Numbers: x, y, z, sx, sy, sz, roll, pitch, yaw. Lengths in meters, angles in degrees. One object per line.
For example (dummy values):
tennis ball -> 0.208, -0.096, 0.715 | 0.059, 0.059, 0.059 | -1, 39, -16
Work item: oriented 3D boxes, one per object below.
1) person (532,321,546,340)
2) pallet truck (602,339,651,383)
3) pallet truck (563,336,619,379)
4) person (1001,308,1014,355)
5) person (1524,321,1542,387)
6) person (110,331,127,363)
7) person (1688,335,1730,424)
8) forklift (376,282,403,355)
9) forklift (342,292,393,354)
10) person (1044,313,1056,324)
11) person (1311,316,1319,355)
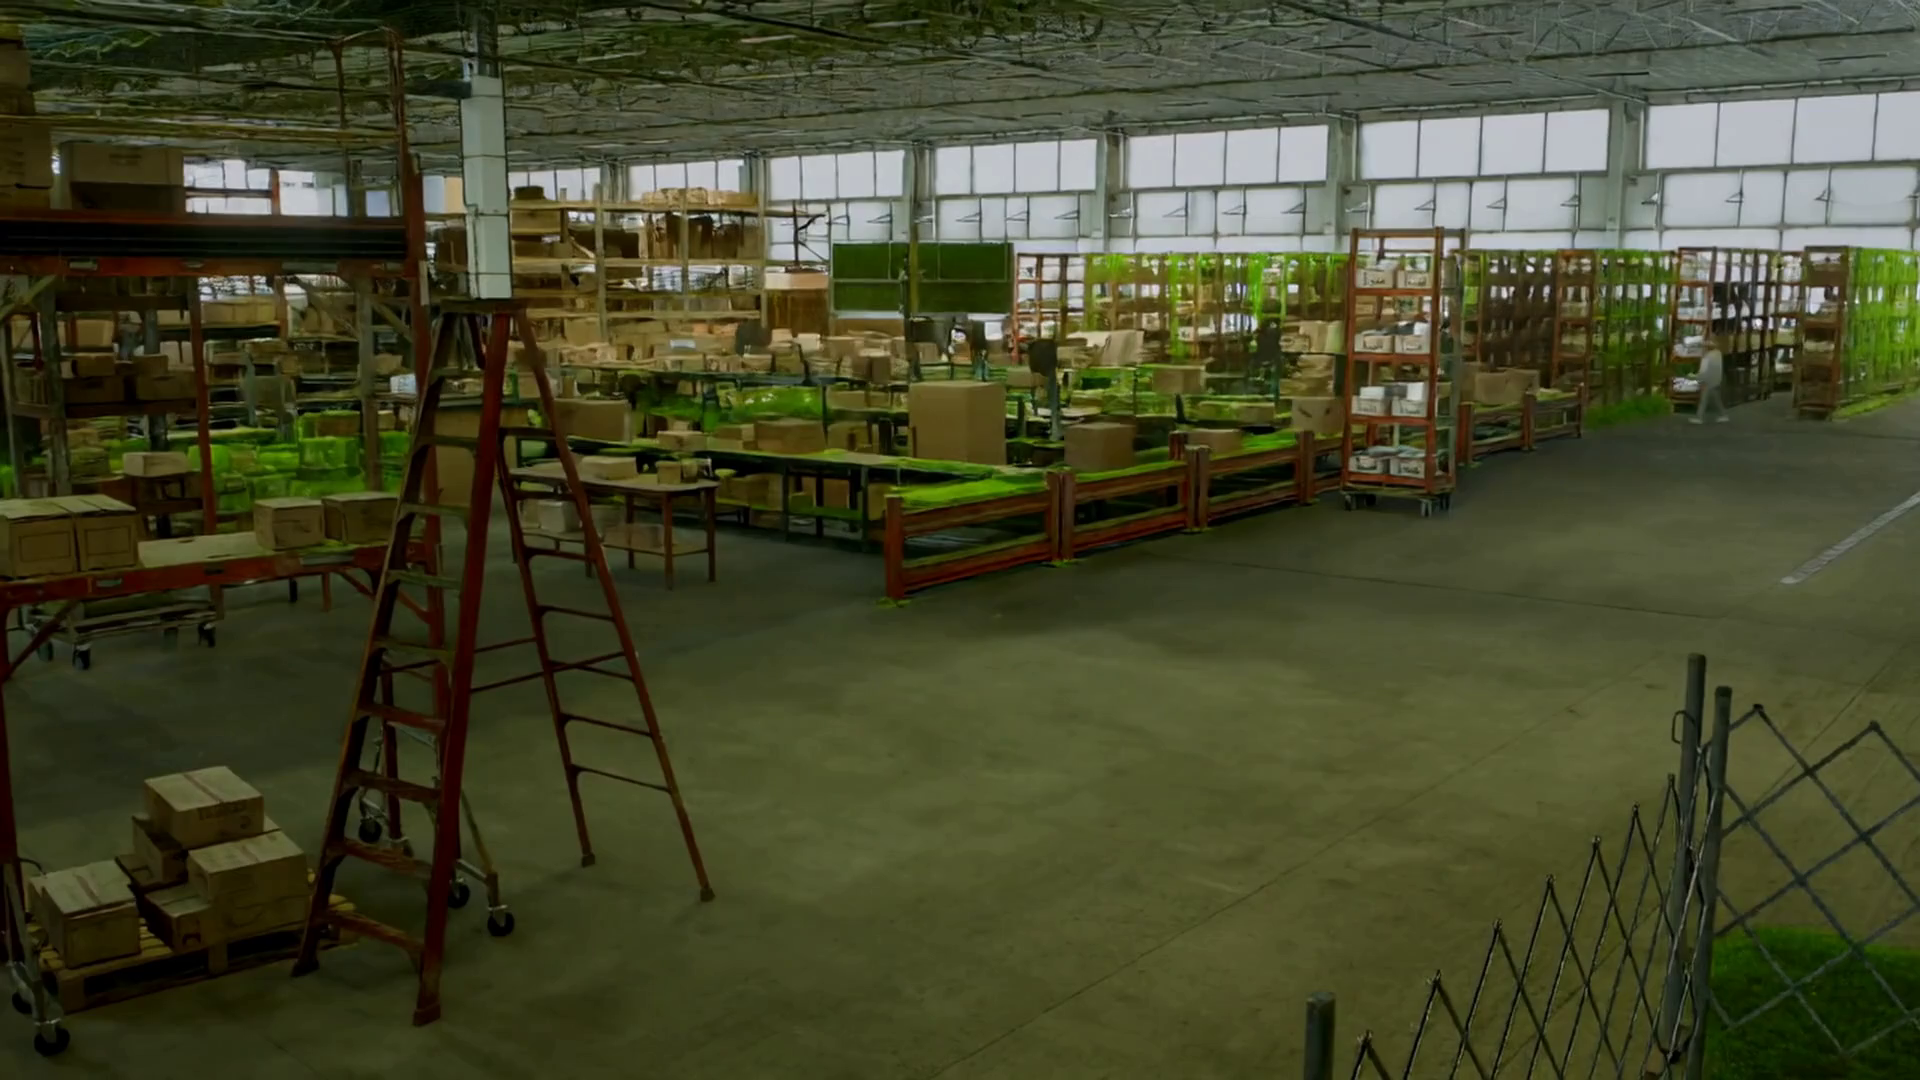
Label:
person -> -12.503, -5.663, 49.257 | 0.507, 1.631, 0.267 | 3, 10, 18
pallet truck -> -8.991, -4.871, 45.351 | 0.653, 1.274, 1.630 | 7, 11, 37
pallet truck -> -10.690, -5.294, 48.215 | 1.601, 1.201, 0.680 | -5, 10, -26
person -> 1.741, -7.715, 61.721 | 0.484, 1.745, 0.297 | 2, 9, 13
person -> 15.342, -5.035, 44.757 | 0.811, 1.822, 0.575 | 8, 12, 41
person -> -19.679, -4.046, 38.973 | 0.552, 1.683, 0.415 | 8, 12, 39
person -> 15.237, -3.244, 33.671 | 0.881, 1.801, 0.608 | 0, 9, -2
forklift -> -16.935, -6.277, 49.205 | 1.129, 2.768, 1.873 | 7, 11, 37
forklift -> -16.485, -5.622, 45.120 | 1.129, 2.768, 1.873 | 7, 11, 37
person -> 2.708, -6.228, 52.031 | 0.676, 1.874, 0.676 | 8, 12, 42
person -> 10.411, -5.670, 48.261 | 0.620, 1.979, 0.640 | 1, 9, 5
